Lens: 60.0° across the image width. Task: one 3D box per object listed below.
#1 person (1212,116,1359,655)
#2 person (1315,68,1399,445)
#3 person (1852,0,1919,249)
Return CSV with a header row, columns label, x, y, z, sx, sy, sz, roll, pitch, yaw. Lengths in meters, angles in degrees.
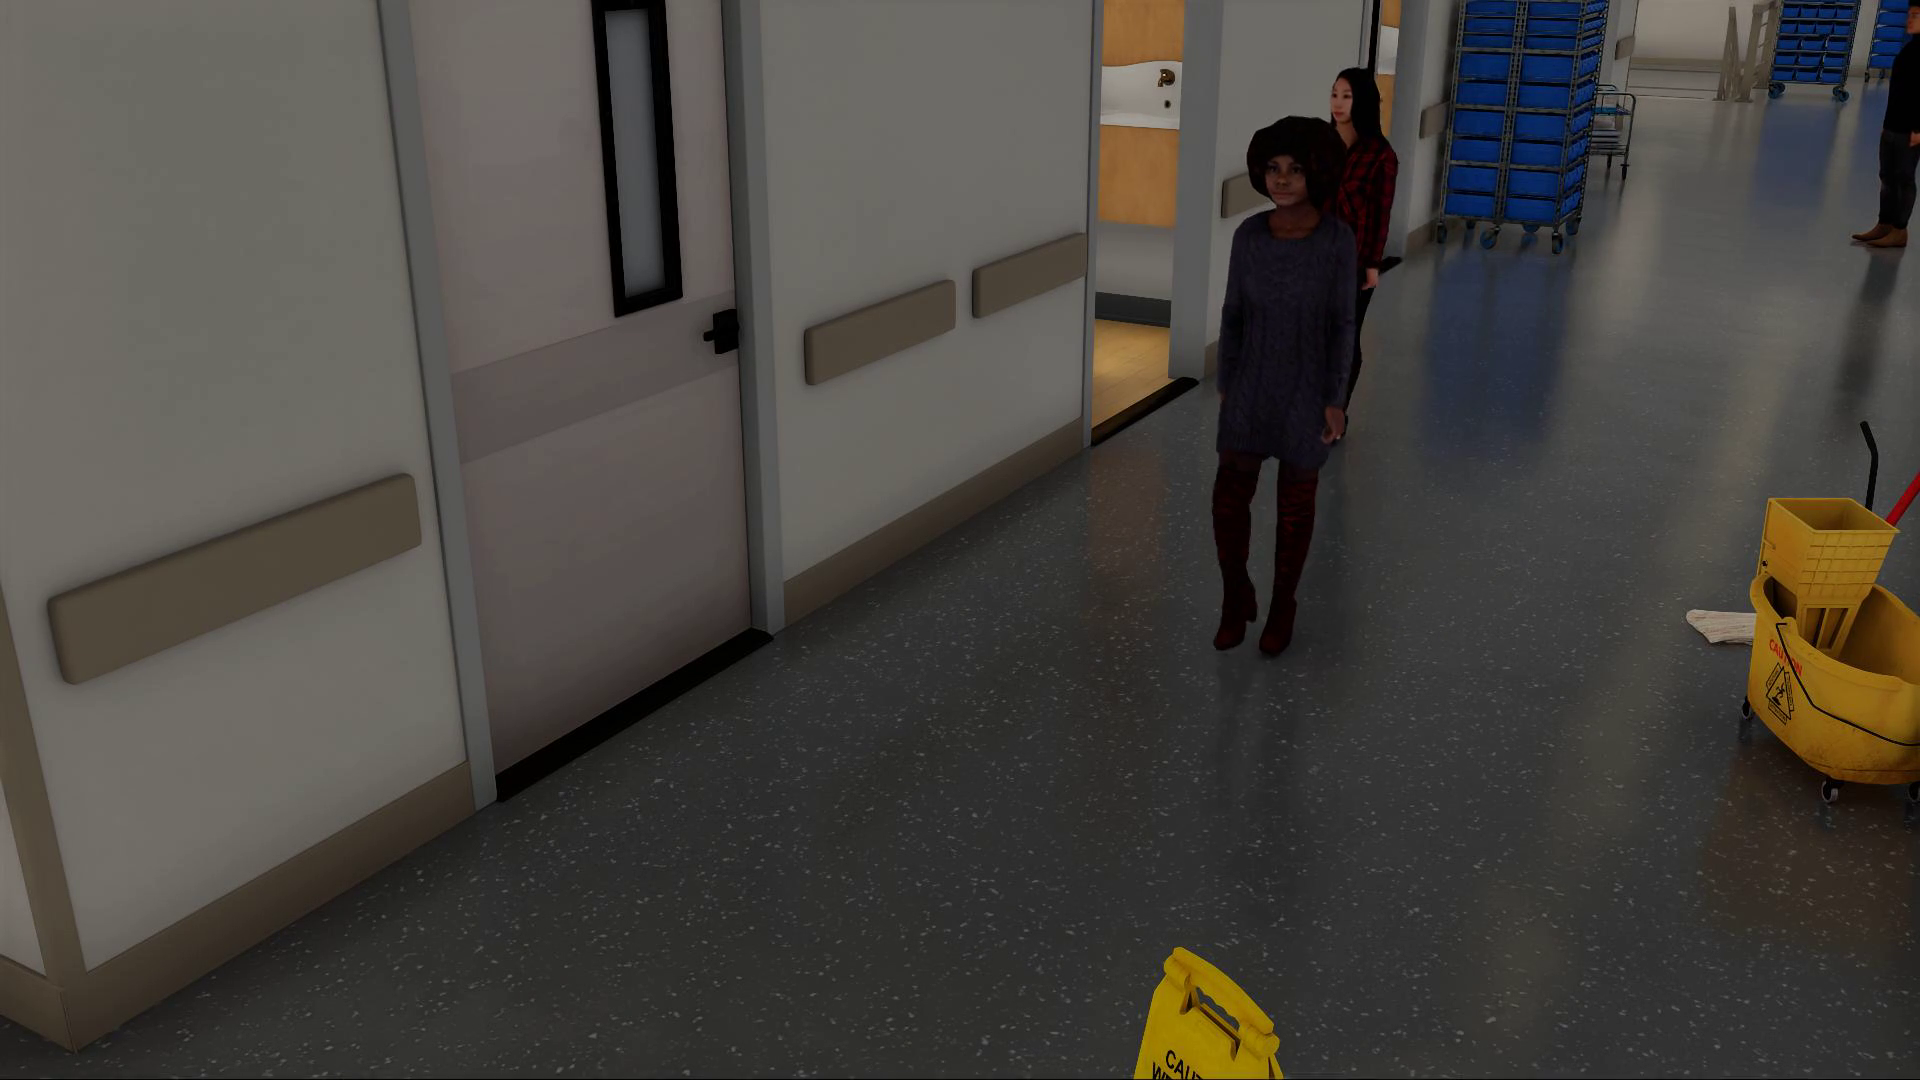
label,x,y,z,sx,sy,sz,roll,pitch,yaw
person,1.044,-0.462,5.229,0.619,1.699,0.628,8,22,21
person,1.720,-1.230,7.330,0.595,1.647,0.570,14,25,32
person,6.723,-2.964,11.801,0.780,1.723,0.646,1,21,2
